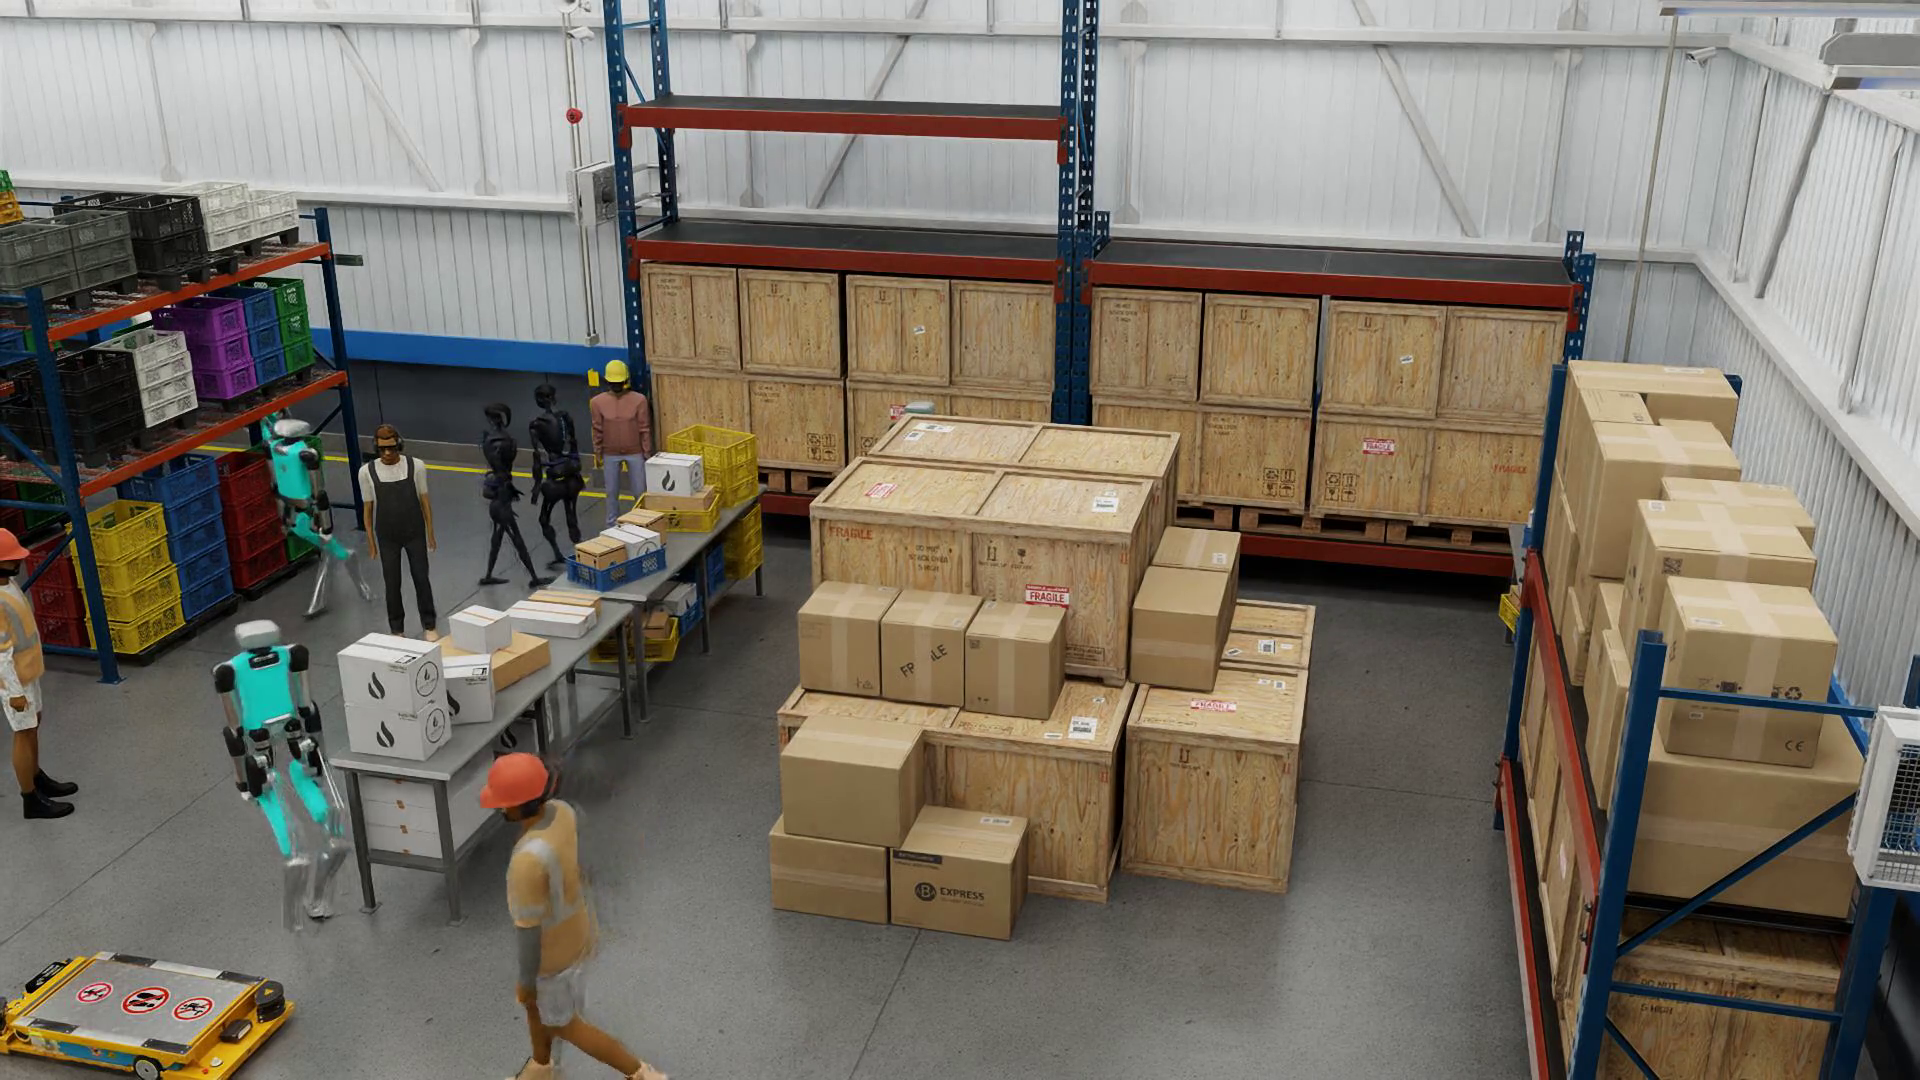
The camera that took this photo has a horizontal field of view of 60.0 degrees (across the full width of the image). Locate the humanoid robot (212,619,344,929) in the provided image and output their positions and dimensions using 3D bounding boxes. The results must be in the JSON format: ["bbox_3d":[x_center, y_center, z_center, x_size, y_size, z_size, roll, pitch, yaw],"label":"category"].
[{"bbox_3d":[-3.761,1.378,9.428,0.552,1.794,0.800,-19,28,-41],"label":"humanoid robot"}]

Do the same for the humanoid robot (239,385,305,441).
[{"bbox_3d":[-6.581,-1.174,16.144,0.822,1.812,0.531,7,22,18],"label":"humanoid robot"}]

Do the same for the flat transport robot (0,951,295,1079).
[{"bbox_3d":[-4.270,2.464,8.601,1.431,0.231,0.659,5,22,13],"label":"flat transport robot"}]

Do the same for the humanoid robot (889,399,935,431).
[{"bbox_3d":[-0.303,-0.254,13.464,0.533,1.677,0.735,-1,21,-2],"label":"humanoid robot"}]

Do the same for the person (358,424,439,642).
[{"bbox_3d":[-4.347,-0.028,12.933,0.506,1.838,0.338,-8,22,-20],"label":"person"}]

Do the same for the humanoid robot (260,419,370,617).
[{"bbox_3d":[-5.145,-0.175,13.560,0.581,1.852,0.893,9,23,21],"label":"humanoid robot"}]

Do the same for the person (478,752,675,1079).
[{"bbox_3d":[-1.828,1.860,7.770,0.894,2.004,0.637,1,21,2],"label":"person"}]

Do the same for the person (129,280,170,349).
[{"bbox_3d":[-8.721,-2.055,18.226,0.565,1.835,0.401,-3,21,-8],"label":"person"}]

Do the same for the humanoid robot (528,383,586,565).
[{"bbox_3d":[-3.498,-0.552,14.527,0.437,1.630,0.609,11,23,26],"label":"humanoid robot"}]

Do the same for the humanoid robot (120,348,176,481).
[{"bbox_3d":[-7.700,-1.051,15.861,0.595,1.632,0.654,2,21,4],"label":"humanoid robot"}]

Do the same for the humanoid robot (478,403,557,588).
[{"bbox_3d":[-3.829,-0.388,14.116,0.675,1.635,0.599,-4,21,-10],"label":"humanoid robot"}]

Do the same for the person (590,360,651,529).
[{"bbox_3d":[-3.042,-0.776,14.994,0.529,1.758,0.349,-3,21,-8],"label":"person"}]

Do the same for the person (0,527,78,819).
[{"bbox_3d":[-5.933,0.832,10.533,0.364,1.935,0.551,-7,22,-19],"label":"person"}]
